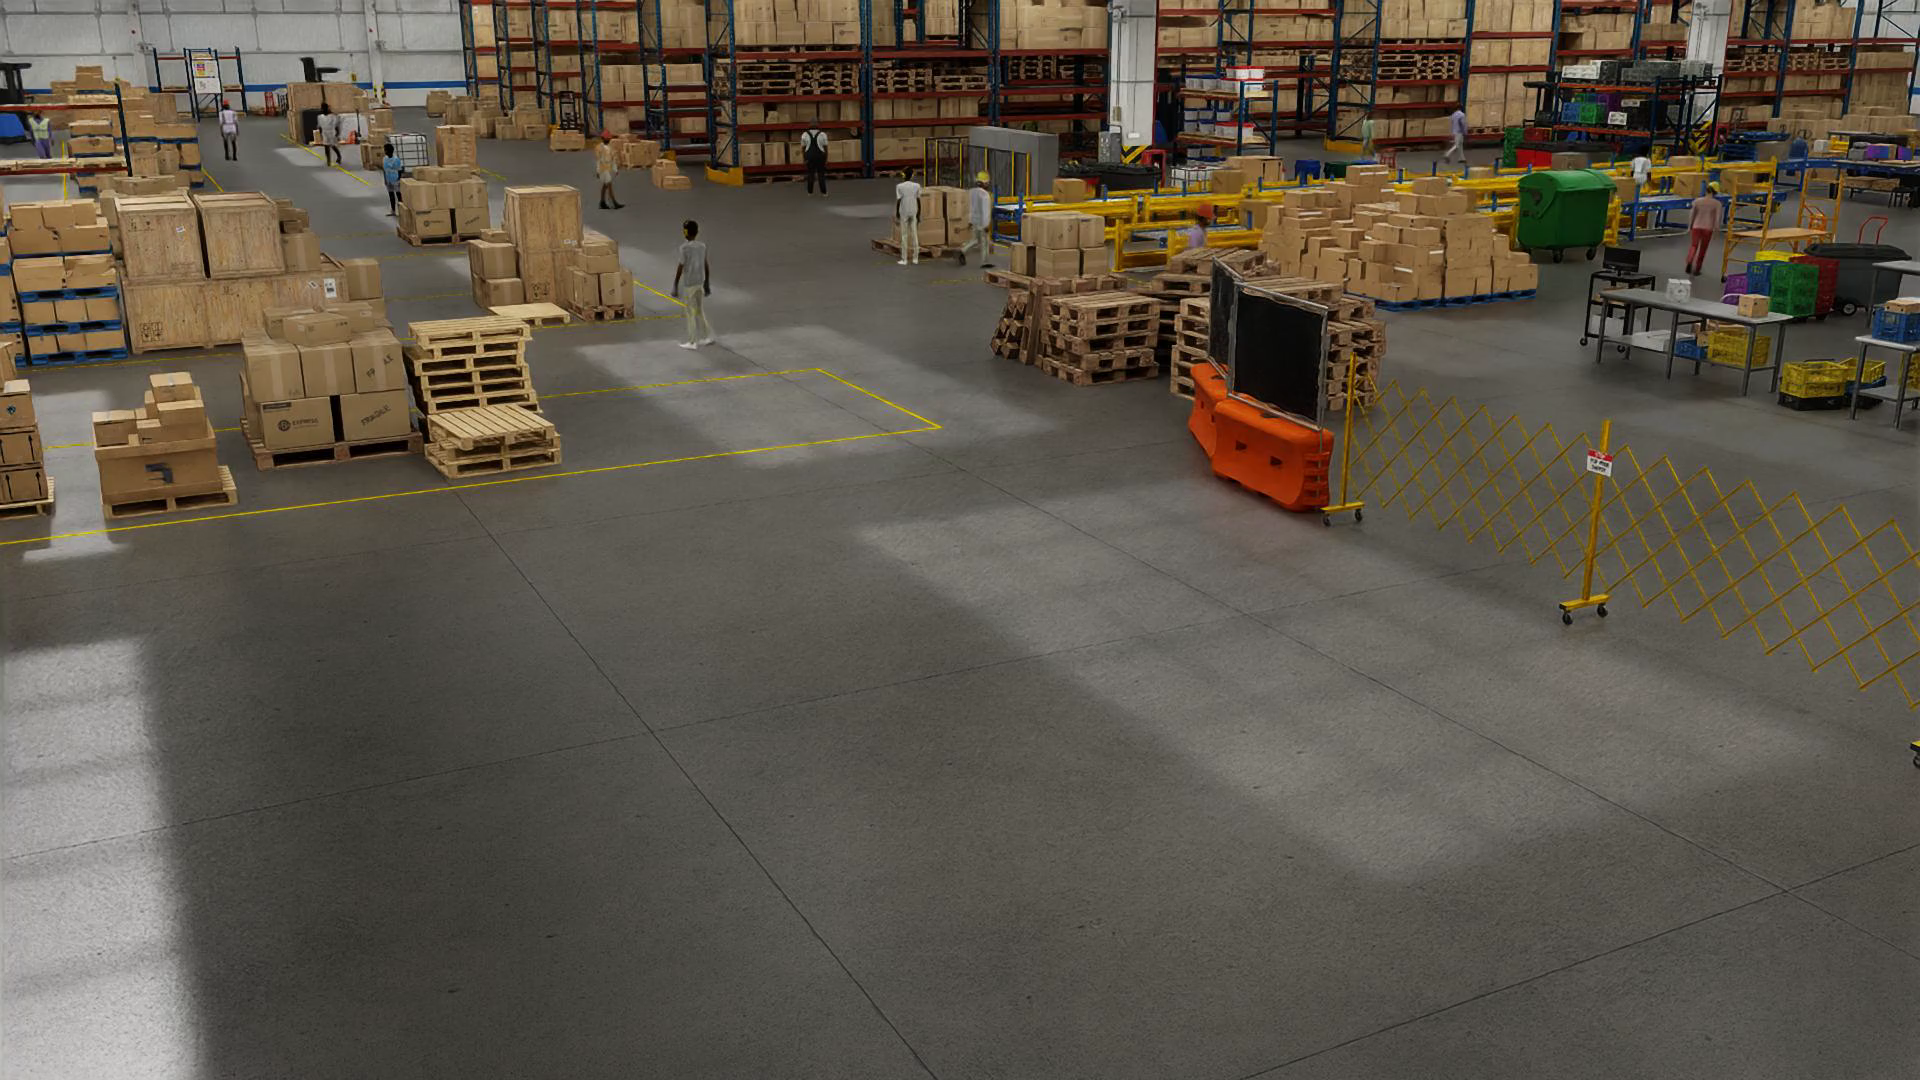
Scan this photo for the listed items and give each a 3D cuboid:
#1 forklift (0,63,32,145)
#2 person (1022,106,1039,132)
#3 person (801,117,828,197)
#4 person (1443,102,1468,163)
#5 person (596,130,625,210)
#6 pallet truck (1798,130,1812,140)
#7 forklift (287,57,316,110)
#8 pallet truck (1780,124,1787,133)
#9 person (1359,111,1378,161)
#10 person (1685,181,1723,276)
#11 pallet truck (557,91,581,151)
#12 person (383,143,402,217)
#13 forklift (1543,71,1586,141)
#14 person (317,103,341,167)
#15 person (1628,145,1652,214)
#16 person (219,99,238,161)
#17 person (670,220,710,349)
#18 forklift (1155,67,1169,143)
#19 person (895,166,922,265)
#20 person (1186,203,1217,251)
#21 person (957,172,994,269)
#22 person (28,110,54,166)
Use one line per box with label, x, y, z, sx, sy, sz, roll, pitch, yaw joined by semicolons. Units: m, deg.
forklift;-34.234;-15.639;59.592;1.129;2.768;1.873;3;18;9
person;2.256;-13.092;53.558;0.540;1.696;0.316;6;19;18
person;-3.743;-9.930;43.146;0.684;2.000;0.535;1;18;4
person;15.678;-12.819;52.392;0.833;1.903;0.651;-4;18;-12
person;-8.471;-8.971;40.372;0.900;1.900;0.575;7;19;21
pallet truck;25.526;-11.556;49.408;1.630;1.274;0.653;-9;20;-26
forklift;-25.841;-17.776;66.253;1.873;2.768;1.129;-9;20;-26
pallet truck;25.206;-12.542;52.601;1.601;1.201;0.680;0;18;-2
person;13.007;-12.835;52.906;0.750;1.605;0.498;-5;19;-17
person;13.595;-5.684;30.423;0.542;1.731;0.484;14;22;37
pallet truck;-13.495;-14.412;57.188;0.823;1.965;1.885;-3;18;-9
person;-13.341;-8.466;39.130;0.537;1.699;0.321;9;20;26
forklift;18.685;-13.231;52.085;1.873;2.768;1.129;-9;20;-26
person;-19.533;-12.579;51.562;0.622;1.942;0.662;1;18;2
person;15.939;-8.394;38.935;0.388;1.684;0.538;-7;19;-21
person;-23.445;-13.152;53.368;0.565;1.932;0.423;-11;21;-31
person;-3.860;-3.656;23.877;0.403;1.864;0.541;14;22;36
forklift;6.603;-14.495;56.024;1.873;2.768;1.129;-9;20;-26
person;-0.994;-6.199;31.780;0.531;1.876;0.317;-6;19;-19
person;3.626;-4.046;24.879;1.013;1.978;0.759;4;18;13
person;0.306;-5.991;31.245;0.650;1.816;0.604;-11;21;-30
person;-27.698;-12.102;50.188;0.605;1.880;0.976;-8;19;-23
